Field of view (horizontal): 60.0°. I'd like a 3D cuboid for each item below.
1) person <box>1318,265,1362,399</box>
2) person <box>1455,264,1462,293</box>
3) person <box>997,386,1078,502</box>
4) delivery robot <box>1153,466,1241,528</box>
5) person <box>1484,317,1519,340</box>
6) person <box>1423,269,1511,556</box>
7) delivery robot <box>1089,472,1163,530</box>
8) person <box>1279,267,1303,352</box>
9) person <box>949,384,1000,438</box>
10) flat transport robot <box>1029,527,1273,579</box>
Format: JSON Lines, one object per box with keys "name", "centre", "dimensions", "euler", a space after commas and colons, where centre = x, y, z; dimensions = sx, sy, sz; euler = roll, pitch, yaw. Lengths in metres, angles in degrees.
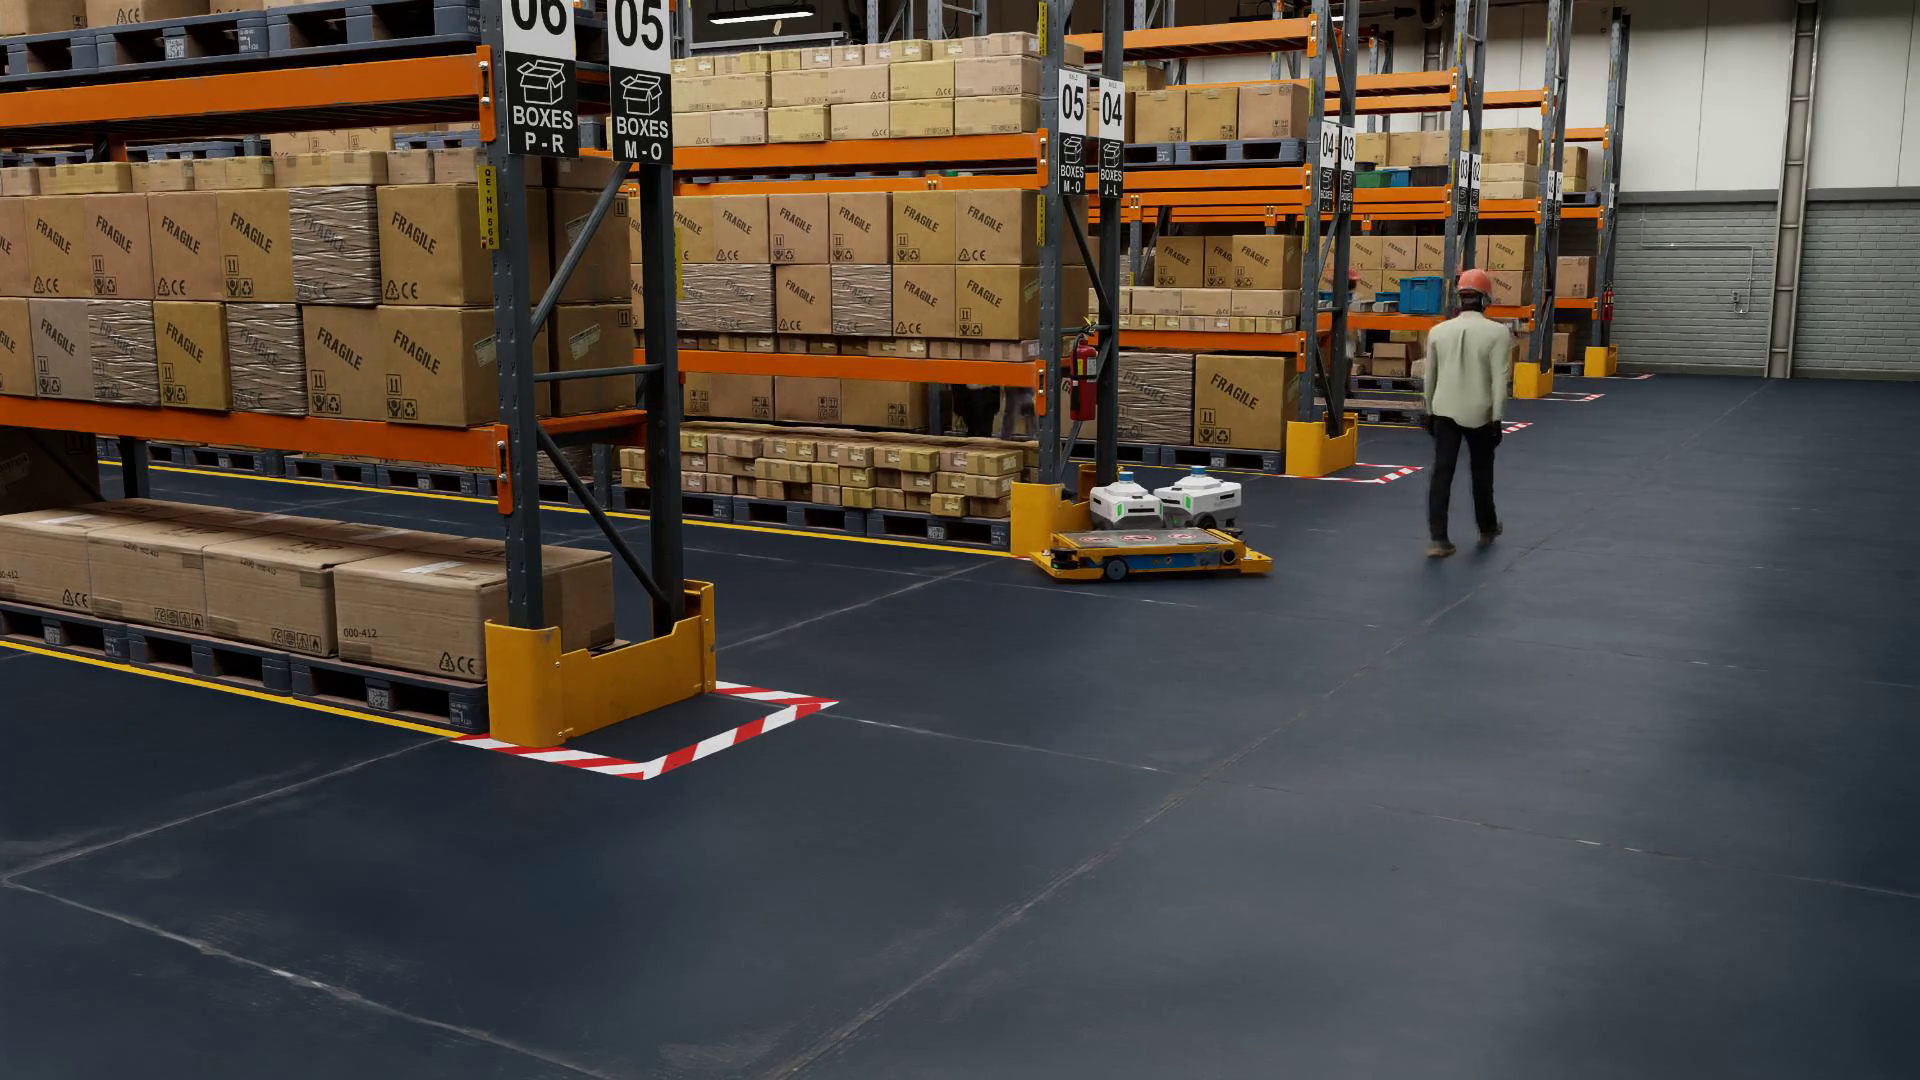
{"name": "person", "centre": [5.233, -2.803, 22.800], "dimensions": [0.548, 1.911, 0.843], "euler": [-6, 12, -33]}
{"name": "person", "centre": [7.024, -2.950, 23.620], "dimensions": [0.529, 1.916, 0.553], "euler": [4, 10, 22]}
{"name": "person", "centre": [0.569, -1.167, 13.465], "dimensions": [0.923, 1.814, 0.542], "euler": [8, 13, 40]}
{"name": "delivery robot", "centre": [1.671, -0.279, 11.689], "dimensions": [0.477, 0.478, 0.707], "euler": [9, 13, 41]}
{"name": "person", "centre": [8.584, -3.380, 26.390], "dimensions": [0.593, 1.838, 0.976], "euler": [-5, 11, -27]}
{"name": "person", "centre": [3.491, -0.882, 11.446], "dimensions": [0.638, 1.932, 1.040], "euler": [7, 12, 37]}
{"name": "delivery robot", "centre": [1.130, -0.224, 11.363], "dimensions": [0.477, 0.478, 0.707], "euler": [-2, 10, -12]}
{"name": "person", "centre": [4.410, -2.704, 22.193], "dimensions": [0.856, 1.915, 0.644], "euler": [8, 12, 39]}
{"name": "person", "centre": [0.137, -1.180, 13.270], "dimensions": [0.440, 1.908, 0.612], "euler": [6, 11, 32]}
{"name": "flat transport robot", "centre": [1.219, 0.077, 10.709], "dimensions": [1.431, 0.197, 0.652], "euler": [-2, 10, -12]}
